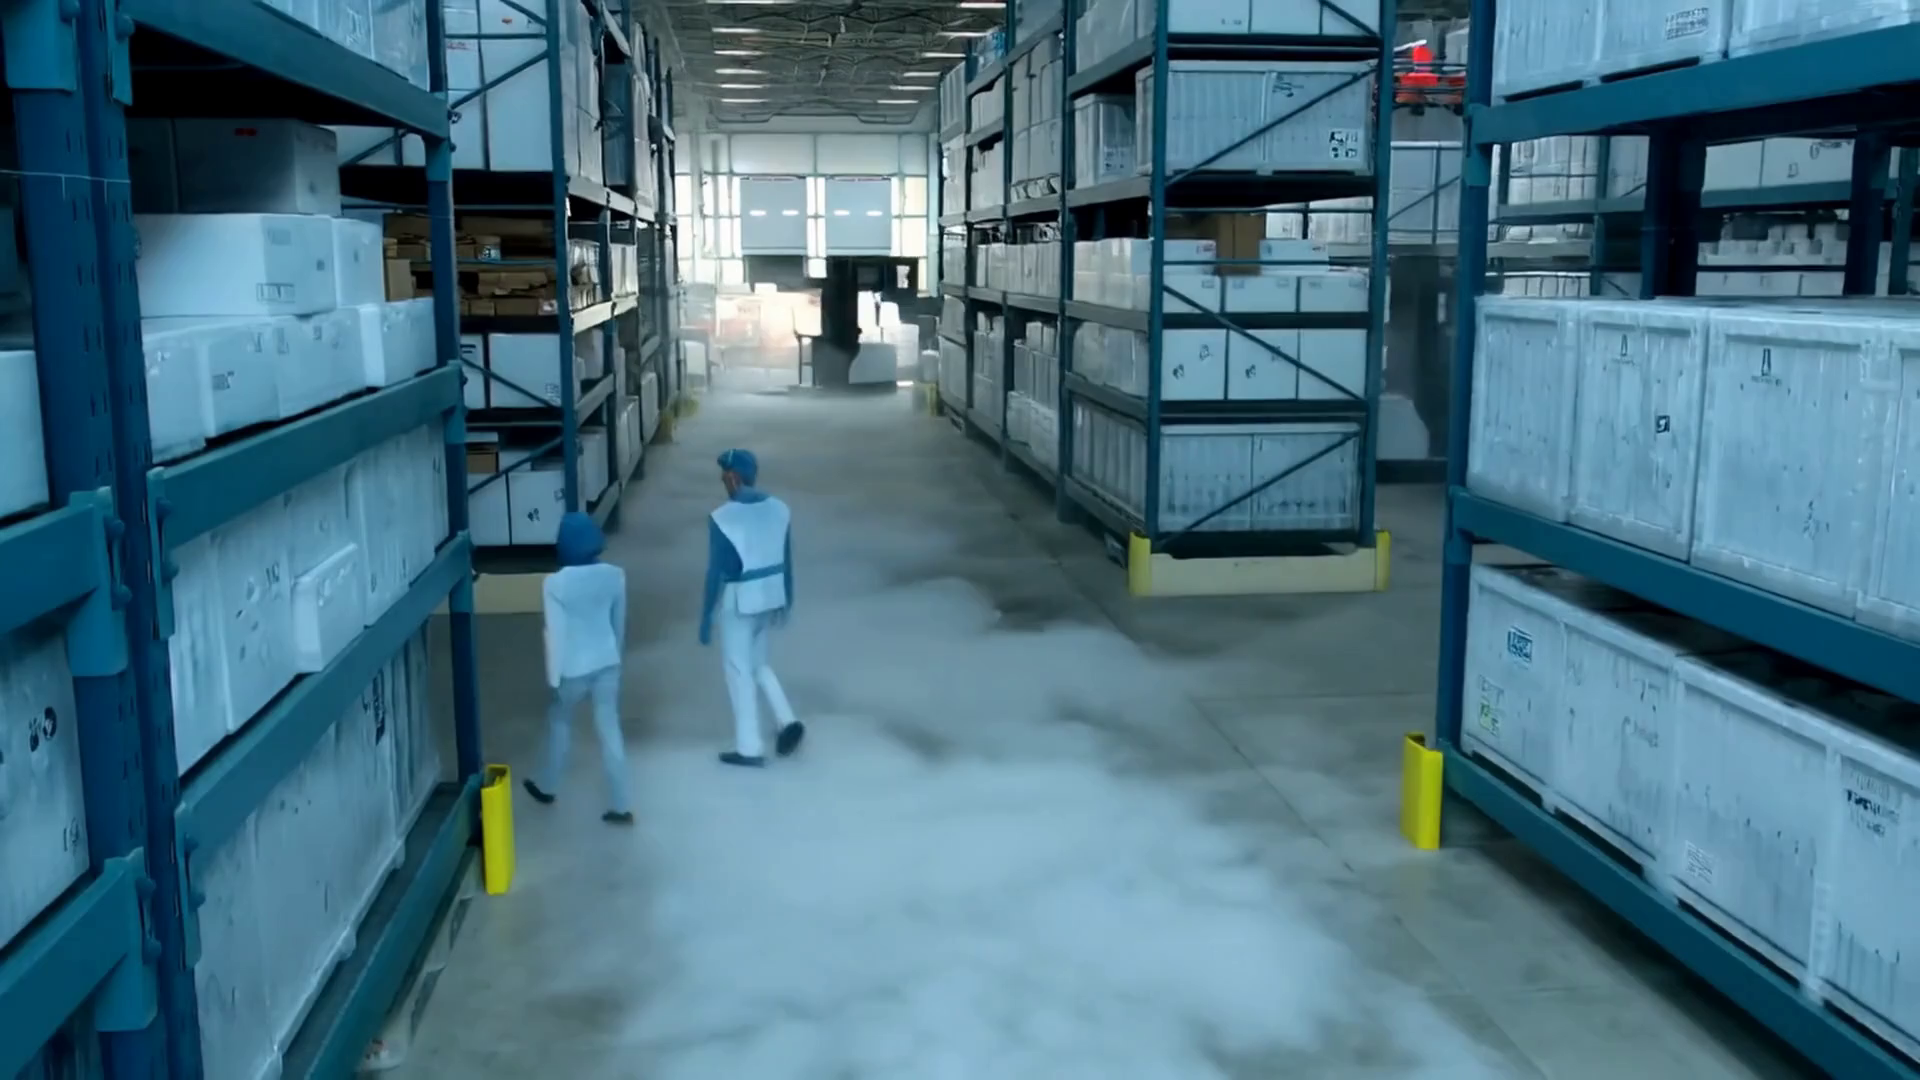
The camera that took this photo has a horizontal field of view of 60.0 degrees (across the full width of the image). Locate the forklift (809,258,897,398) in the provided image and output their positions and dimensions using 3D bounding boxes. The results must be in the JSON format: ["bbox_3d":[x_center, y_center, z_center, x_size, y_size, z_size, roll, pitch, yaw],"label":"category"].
[{"bbox_3d":[-2.307,-4.330,33.776,1.873,2.768,1.129,-4,10,-20],"label":"forklift"}]

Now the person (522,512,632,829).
[{"bbox_3d":[-1.954,0.648,8.519,0.514,1.596,0.807,-9,13,-41],"label":"person"}]

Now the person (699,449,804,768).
[{"bbox_3d":[-1.173,0.397,9.337,0.458,1.820,0.560,7,12,36],"label":"person"}]

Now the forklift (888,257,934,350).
[{"bbox_3d":[-1.675,-7.028,49.481,1.129,2.768,1.873,7,12,34],"label":"forklift"}]

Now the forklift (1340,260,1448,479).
[{"bbox_3d":[5.753,-2.195,21.346,1.873,2.768,1.129,-1,10,-7],"label":"forklift"}]

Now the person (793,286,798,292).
[{"bbox_3d":[-6.367,-9.202,65.672,0.771,1.664,0.533,7,12,33],"label":"person"}]
